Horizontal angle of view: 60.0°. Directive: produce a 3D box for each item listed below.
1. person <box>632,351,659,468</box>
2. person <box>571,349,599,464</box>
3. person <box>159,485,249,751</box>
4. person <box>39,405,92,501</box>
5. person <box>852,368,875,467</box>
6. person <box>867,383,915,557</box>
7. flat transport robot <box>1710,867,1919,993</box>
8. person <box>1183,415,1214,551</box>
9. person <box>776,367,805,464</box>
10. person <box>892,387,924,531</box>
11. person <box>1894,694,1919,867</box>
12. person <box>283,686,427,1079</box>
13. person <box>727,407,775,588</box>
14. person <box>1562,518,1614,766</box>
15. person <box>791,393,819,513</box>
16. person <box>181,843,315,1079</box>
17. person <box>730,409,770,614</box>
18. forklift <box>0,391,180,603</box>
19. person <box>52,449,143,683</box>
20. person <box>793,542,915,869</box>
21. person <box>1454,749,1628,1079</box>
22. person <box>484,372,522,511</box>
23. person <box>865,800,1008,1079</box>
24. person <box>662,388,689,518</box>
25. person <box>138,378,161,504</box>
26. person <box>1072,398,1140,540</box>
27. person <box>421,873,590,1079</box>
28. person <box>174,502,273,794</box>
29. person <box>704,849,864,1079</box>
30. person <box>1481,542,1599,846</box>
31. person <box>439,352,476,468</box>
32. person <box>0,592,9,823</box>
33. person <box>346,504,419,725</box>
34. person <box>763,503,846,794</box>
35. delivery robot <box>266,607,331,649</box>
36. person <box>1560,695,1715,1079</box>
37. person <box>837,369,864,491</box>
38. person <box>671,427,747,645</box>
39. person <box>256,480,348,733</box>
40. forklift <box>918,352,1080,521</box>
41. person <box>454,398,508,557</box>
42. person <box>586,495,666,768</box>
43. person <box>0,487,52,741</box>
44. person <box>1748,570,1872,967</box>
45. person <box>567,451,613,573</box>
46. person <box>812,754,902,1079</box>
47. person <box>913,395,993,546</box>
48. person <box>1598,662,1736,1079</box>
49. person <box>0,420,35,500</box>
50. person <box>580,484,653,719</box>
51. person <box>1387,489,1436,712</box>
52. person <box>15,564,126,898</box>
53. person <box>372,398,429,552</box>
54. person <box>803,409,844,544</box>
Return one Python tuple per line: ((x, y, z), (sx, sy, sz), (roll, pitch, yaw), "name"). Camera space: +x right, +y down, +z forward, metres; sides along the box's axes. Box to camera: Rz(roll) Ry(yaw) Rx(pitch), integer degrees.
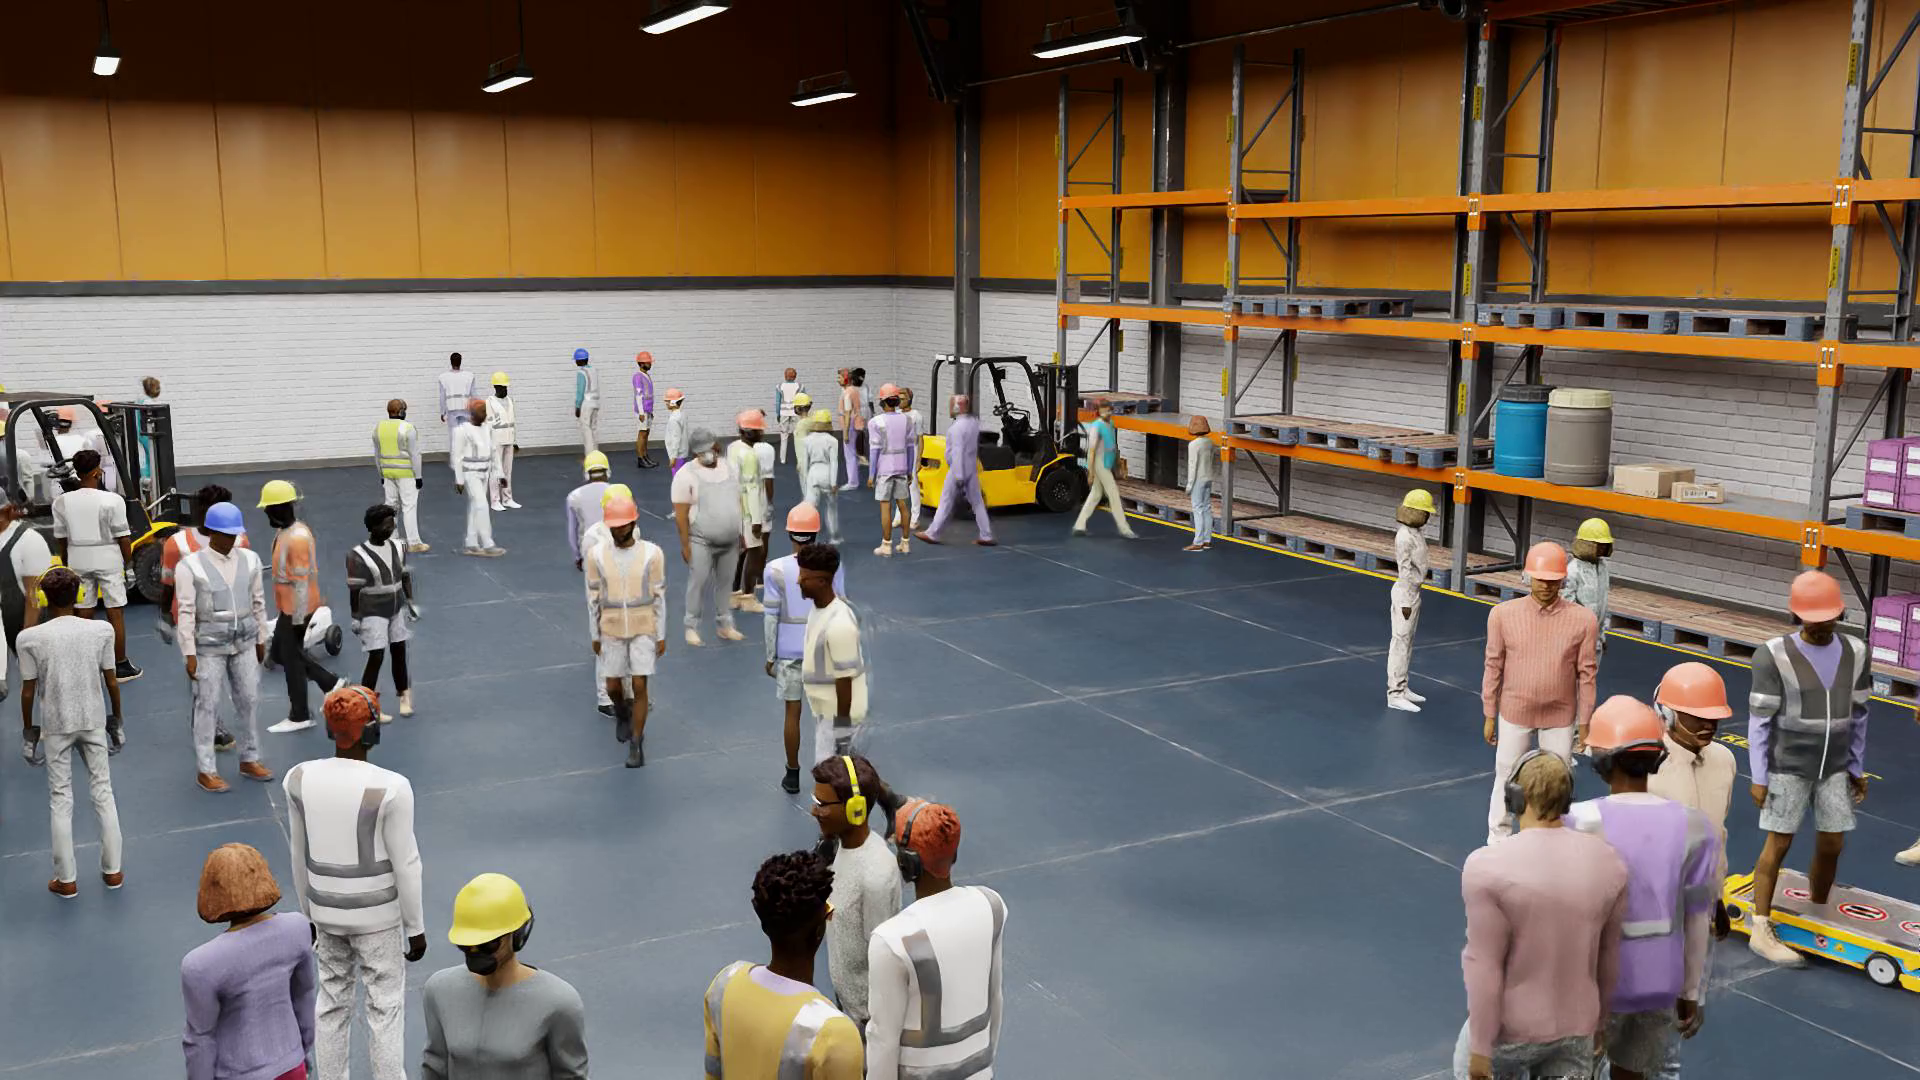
((-5.218, -2.161, 27.589), (0.349, 1.942, 0.545), (1, 10, 6), "person")
((-6.351, -2.285, 28.317), (0.433, 1.944, 0.674), (2, 10, 14), "person")
((-5.419, 0.551, 12.068), (0.894, 1.908, 0.635), (8, 12, 38), "person")
((-9.748, -0.524, 18.234), (0.583, 1.916, 0.581), (8, 13, 39), "person")
((-1.713, -2.079, 27.988), (0.522, 1.639, 0.882), (-9, 14, -43), "person")
((-0.827, -0.822, 19.589), (0.611, 2.042, 0.394), (-6, 12, -32), "person")
((4.547, 1.979, 8.557), (0.652, 0.197, 1.431), (-8, 13, -39), "flat transport robot")
((2.869, -0.682, 19.959), (0.283, 1.634, 0.498), (8, 12, 38), "person")
((-2.860, -2.095, 28.115), (0.514, 1.631, 0.318), (0, 10, 2), "person")
((-0.702, -1.043, 21.430), (0.513, 1.845, 0.335), (7, 12, 35), "person")
((5.734, 0.934, 9.475), (0.396, 2.044, 0.609), (-5, 11, -26), "person")
((-2.406, 1.507, 6.672), (0.577, 1.879, 0.356), (3, 10, 16), "person")
((-2.245, -0.423, 17.598), (0.602, 1.946, 0.652), (6, 11, 31), "person")
((4.389, 0.704, 11.664), (0.492, 1.742, 0.323), (-7, 12, -36), "person")
((-2.016, -1.016, 21.500), (0.329, 1.767, 0.529), (2, 10, 11), "person")
((-2.382, 1.814, 5.622), (0.280, 1.624, 0.493), (5, 11, 26), "person")
((-2.080, -0.281, 16.532), (0.439, 2.031, 0.634), (-4, 11, -24), "person")
((-9.026, -0.363, 16.508), (1.214, 2.155, 2.313), (6, 11, 29), "forklift")
((-7.162, 0.220, 13.811), (0.607, 1.966, 0.367), (0, 10, -3), "person")
((-0.643, 0.952, 9.663), (0.708, 1.944, 0.612), (-3, 10, -16), "person")
((1.982, 1.663, 5.759), (0.633, 1.884, 0.863), (-2, 10, -13), "person")
((-6.352, -1.371, 23.081), (0.367, 1.926, 0.594), (5, 11, 27), "person")
((-0.072, 1.746, 5.305), (0.349, 1.879, 0.568), (8, 13, 40), "person")
((-3.833, -1.172, 22.435), (0.341, 1.749, 0.572), (0, 10, 2), "person")
((-11.442, -1.384, 23.520), (0.334, 1.809, 0.683), (-7, 12, -37), "person")
((1.802, -0.879, 20.661), (0.888, 1.783, 0.564), (2, 10, 14), "person")
((-1.372, 1.846, 5.024), (0.526, 1.769, 0.329), (2, 10, 10), "person")
((-4.914, 0.703, 11.117), (0.419, 1.939, 0.624), (8, 13, 38), "person")
((-0.449, 1.813, 4.635), (0.361, 1.965, 0.613), (-10, 14, -44), "person")
((3.253, 0.984, 9.375), (0.609, 1.985, 0.408), (3, 10, 17), "person")
((-8.311, -2.146, 27.568), (0.591, 1.918, 0.387), (-4, 11, -23), "person")
((-6.256, 0.863, 10.282), (0.655, 1.906, 0.407), (-4, 11, -24), "person")
((-4.410, 0.554, 12.689), (0.399, 1.684, 0.529), (4, 11, 21), "person")
((-1.023, 0.718, 11.021), (0.543, 1.939, 0.370), (-1, 10, -5), "person")
((-5.774, 0.754, 14.526), (0.477, 0.478, 0.707), (0, 10, 0), "delivery robot")
((2.348, 1.570, 5.907), (0.663, 2.016, 0.622), (-2, 10, -10), "person")
((-1.644, -1.649, 24.946), (0.387, 1.837, 0.565), (1, 10, 4), "person")
((-2.251, -0.058, 15.195), (0.711, 2.000, 0.543), (-8, 13, -39), "person")
((-4.947, 0.485, 12.446), (0.503, 1.908, 0.602), (-5, 11, -28), "person")
((0.460, -1.461, 22.833), (2.313, 2.155, 1.214), (-5, 11, -28), "forklift")
((-5.559, -0.726, 19.534), (0.755, 1.860, 0.601), (4, 11, 21), "person")
((-2.330, 0.613, 11.696), (0.540, 1.920, 0.584), (-1, 10, -5), "person")
((-6.828, 0.520, 11.868), (0.691, 2.000, 1.035), (1, 10, 6), "person")
((4.272, 1.140, 8.372), (0.618, 2.028, 0.408), (-1, 10, -4), "person")
((-3.194, 0.095, 14.978), (0.605, 1.806, 0.583), (0, 10, 2), "person")
((-0.352, 1.654, 5.870), (0.323, 1.861, 0.522), (-3, 10, -15), "person")
((-0.044, -0.845, 20.271), (0.994, 1.856, 0.639), (5, 11, 25), "person")
((2.843, 1.451, 6.639), (0.621, 1.992, 0.397), (-4, 11, -24), "person")
((-10.352, -0.422, 18.082), (0.535, 1.767, 0.317), (-1, 10, -7), "person")
((-2.642, 0.466, 12.825), (0.403, 1.820, 0.595), (6, 11, 30), "person")
((3.549, 0.461, 13.075), (0.303, 1.740, 0.485), (4, 11, 23), "person")
((-4.944, 1.062, 9.274), (0.512, 1.862, 0.326), (-7, 12, -37), "person")
((-6.676, -0.771, 19.874), (0.621, 1.844, 0.429), (4, 11, 20), "person")
((-1.691, -0.731, 20.066), (0.490, 1.691, 0.917), (4, 10, 20), "person")
